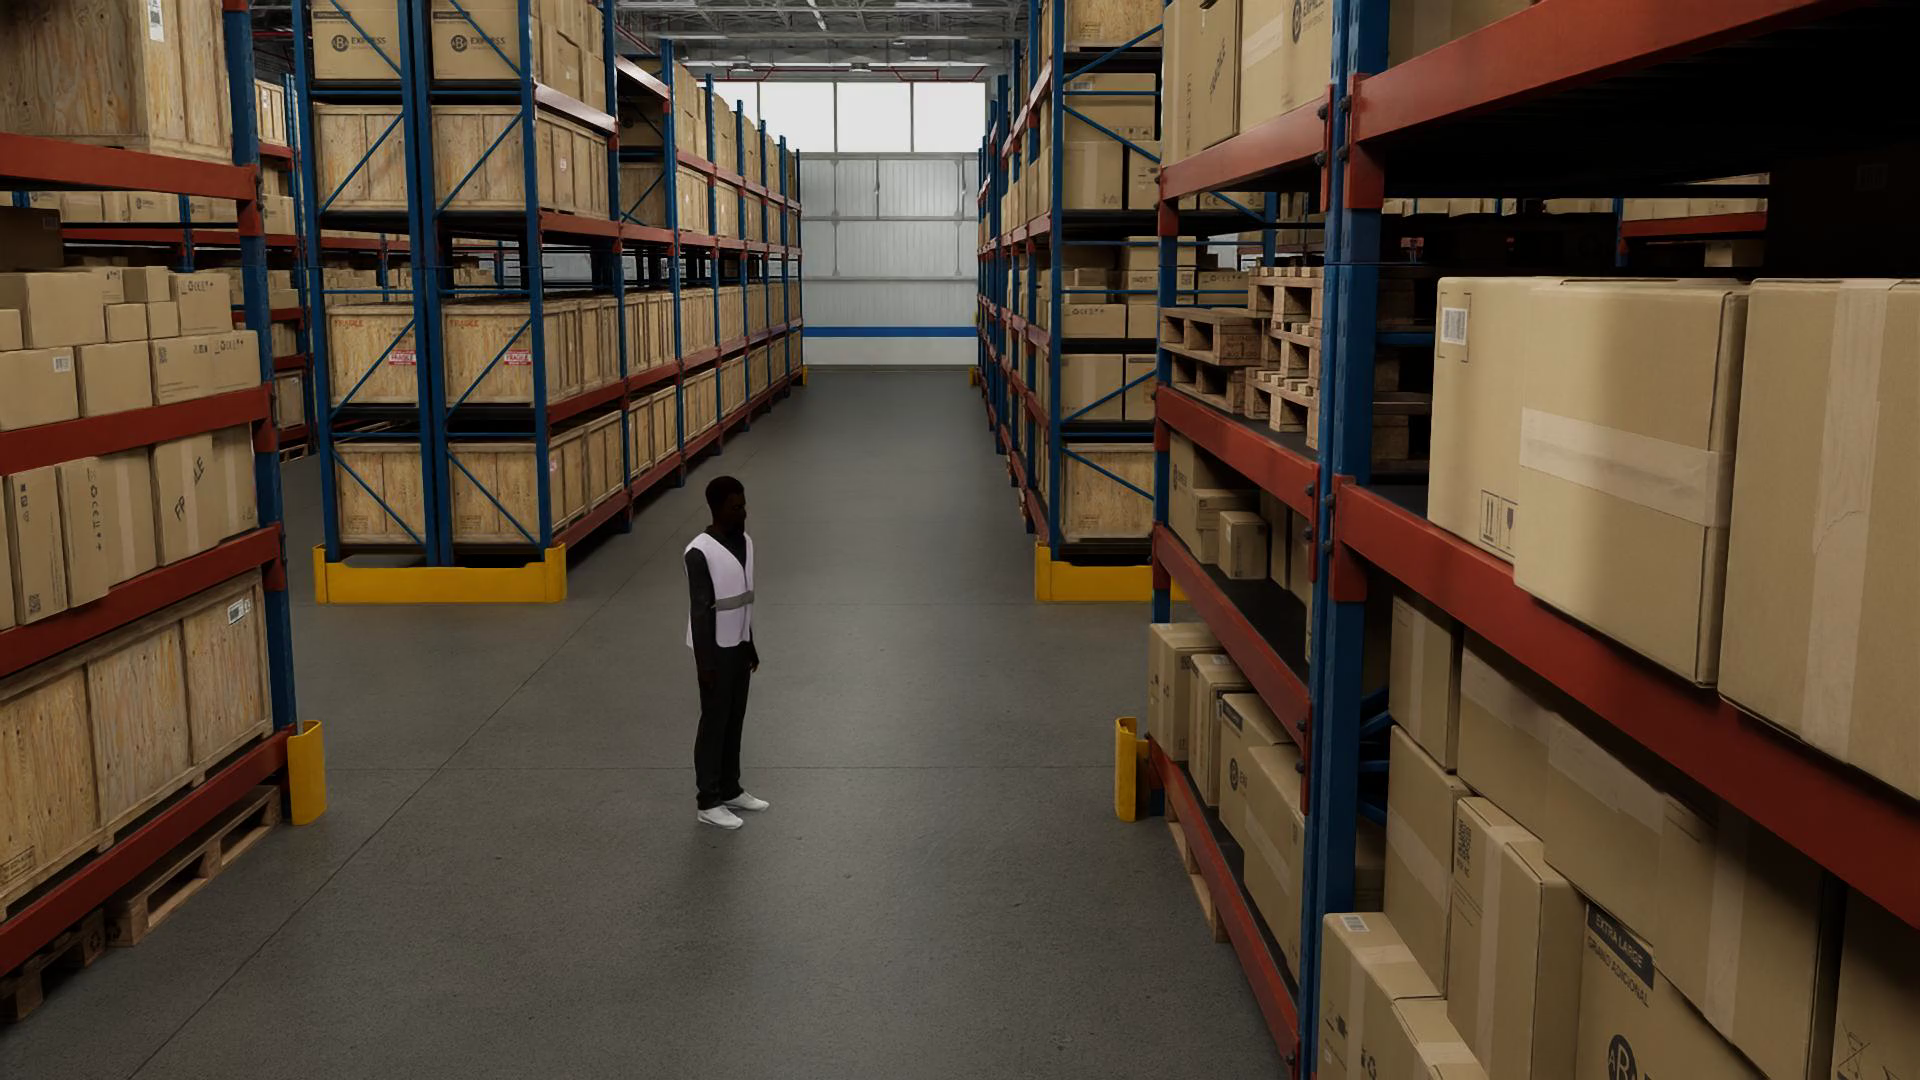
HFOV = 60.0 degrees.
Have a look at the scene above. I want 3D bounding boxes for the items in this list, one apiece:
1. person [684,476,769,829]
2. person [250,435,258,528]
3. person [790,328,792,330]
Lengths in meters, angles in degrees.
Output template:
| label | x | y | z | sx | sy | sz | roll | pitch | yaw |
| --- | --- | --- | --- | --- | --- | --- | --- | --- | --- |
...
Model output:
| label | x | y | z | sx | sy | sz | roll | pitch | yaw |
| --- | --- | --- | --- | --- | --- | --- | --- | --- | --- |
| person | -1.298 | 0.598 | 9.130 | 0.377 | 1.917 | 0.599 | 3 | 10 | 19 |
| person | -6.443 | -0.266 | 14.740 | 0.635 | 1.813 | 0.549 | -4 | 10 | -22 |
| person | -4.621 | -4.949 | 44.040 | 0.531 | 1.621 | 0.526 | 1 | 9 | 7 |
